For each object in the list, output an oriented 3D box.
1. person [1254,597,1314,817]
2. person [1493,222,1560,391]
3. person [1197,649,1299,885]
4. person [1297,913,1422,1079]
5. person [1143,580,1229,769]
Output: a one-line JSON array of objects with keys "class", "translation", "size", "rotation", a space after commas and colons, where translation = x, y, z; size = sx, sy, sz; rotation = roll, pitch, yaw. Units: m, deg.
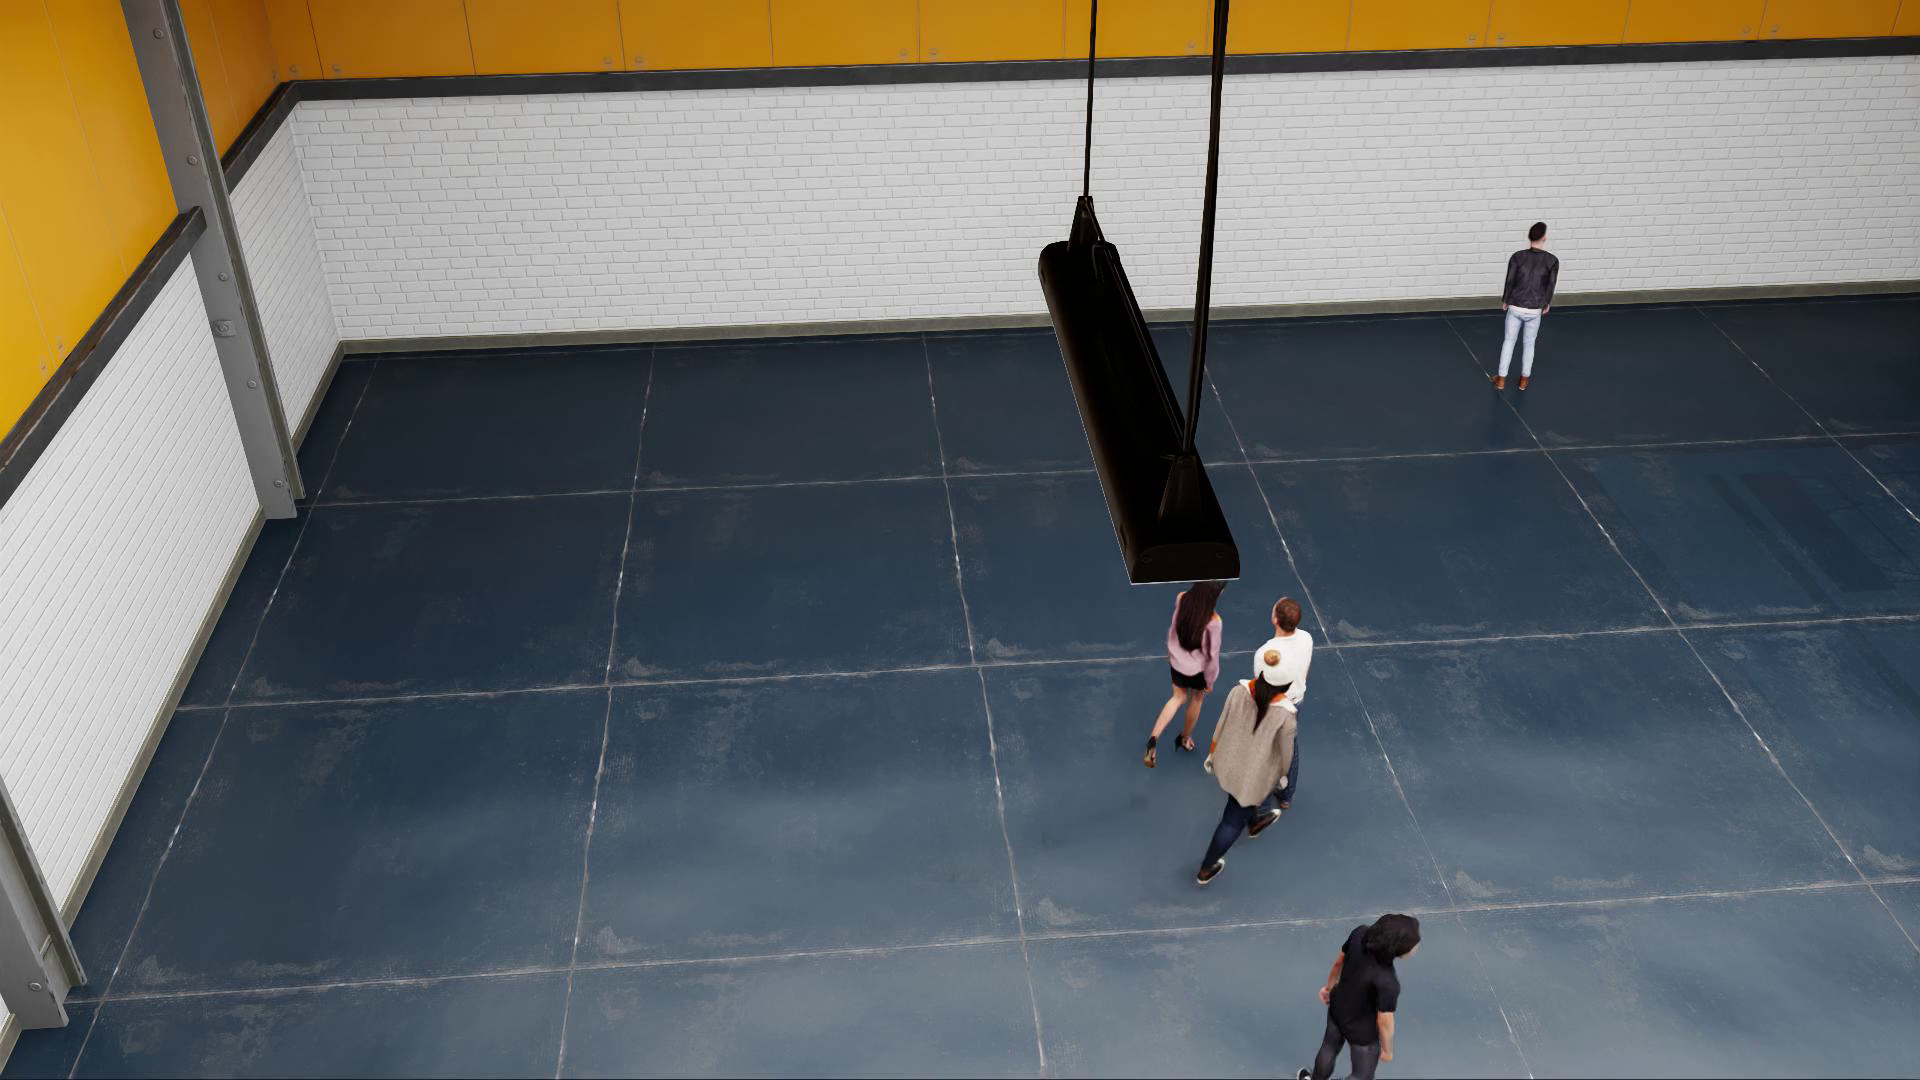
[{"class": "person", "translation": [2.260, 1.192, 11.779], "size": [0.748, 1.856, 0.728], "rotation": [-18, 37, -24]}, {"class": "person", "translation": [5.857, -2.410, 17.218], "size": [0.714, 1.835, 0.660], "rotation": [7, 34, 10]}, {"class": "person", "translation": [1.859, 1.551, 11.253], "size": [1.179, 1.841, 1.150], "rotation": [29, 43, 36]}, {"class": "person", "translation": [2.222, 2.705, 9.566], "size": [0.900, 1.785, 0.617], "rotation": [-19, 38, -26]}, {"class": "person", "translation": [1.632, 0.993, 12.150], "size": [0.989, 1.776, 1.022], "rotation": [27, 42, 35]}]
